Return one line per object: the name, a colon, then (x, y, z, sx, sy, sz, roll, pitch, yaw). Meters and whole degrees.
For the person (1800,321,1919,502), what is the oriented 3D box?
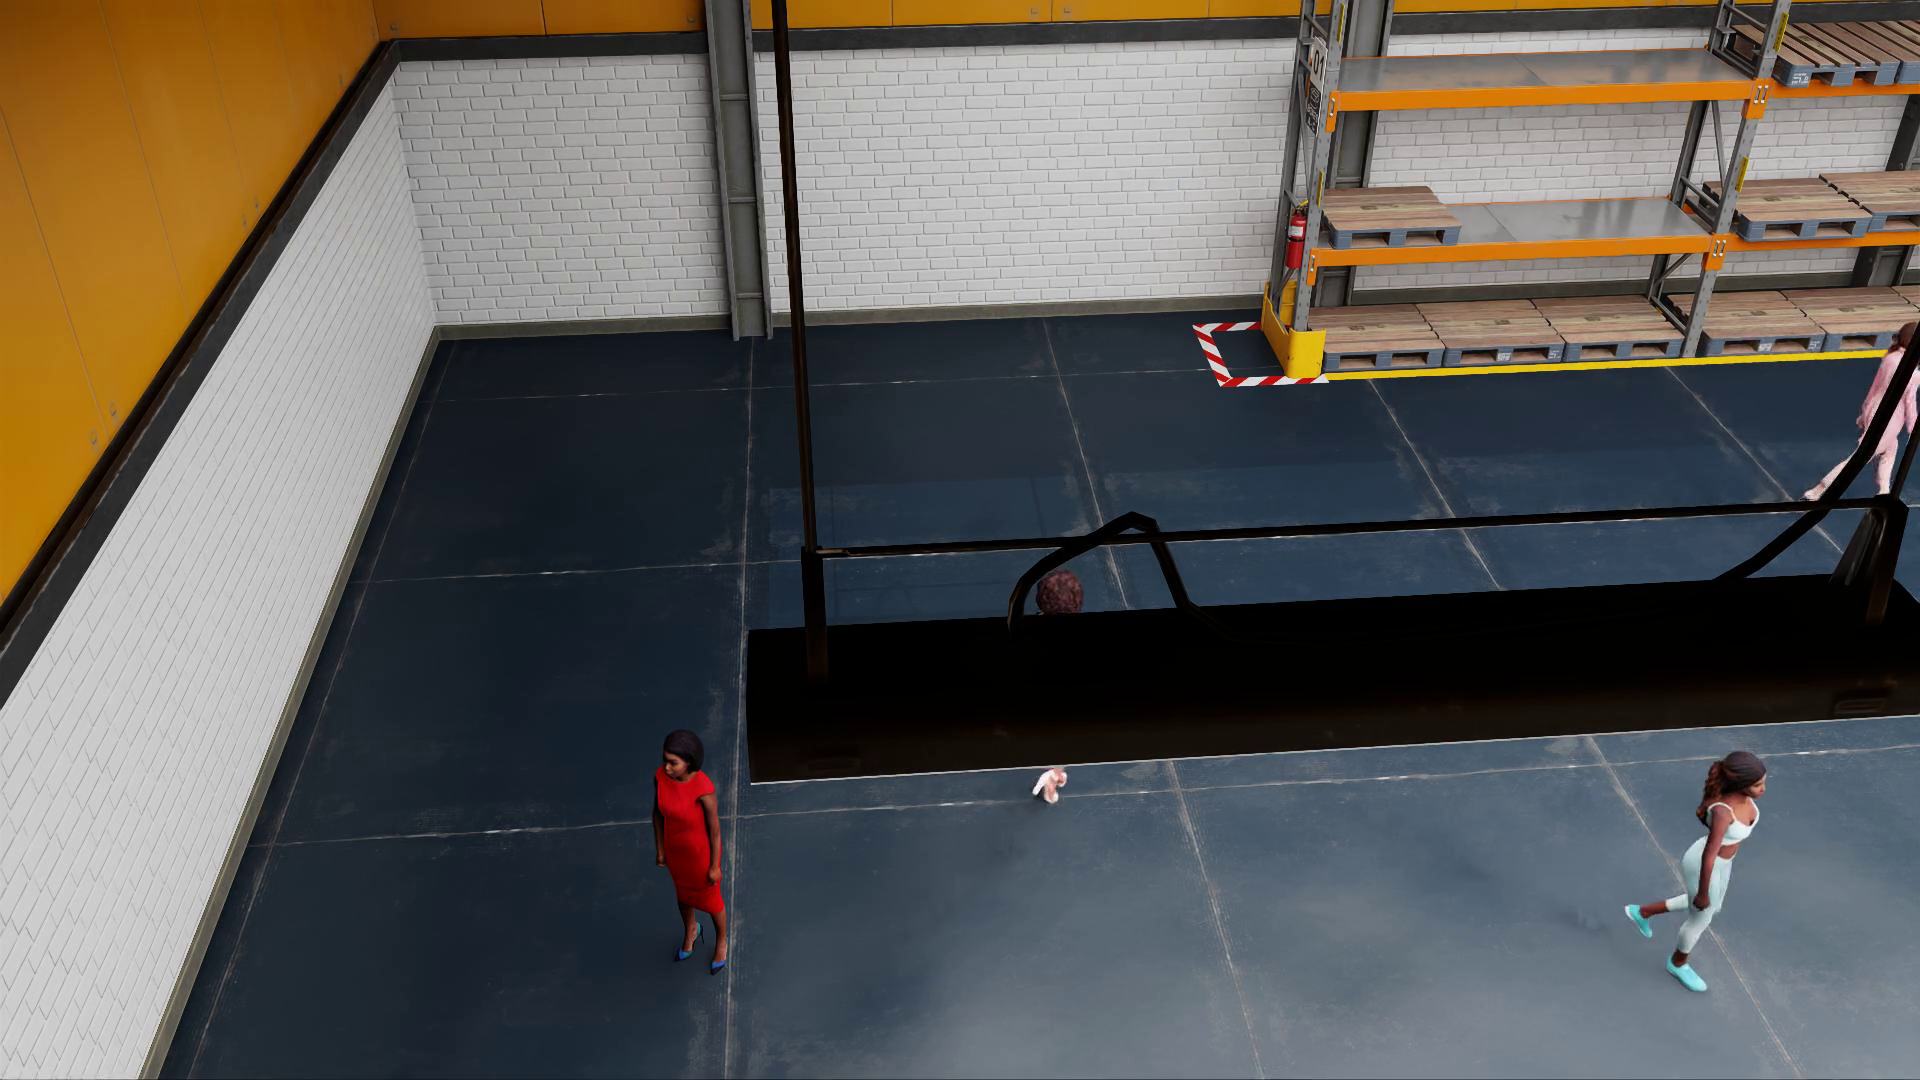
person: (7.478, -0.933, 13.654, 1.162, 1.755, 0.723, 1, 34, 2)

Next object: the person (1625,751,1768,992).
person: (4.213, 1.843, 9.517, 0.898, 1.711, 0.843, 26, 42, 34)

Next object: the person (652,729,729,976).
person: (-1.537, 1.792, 9.564, 0.595, 1.744, 0.706, 15, 37, 22)

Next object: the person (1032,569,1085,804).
person: (0.603, 1.014, 10.704, 0.793, 1.778, 0.841, 22, 40, 30)
